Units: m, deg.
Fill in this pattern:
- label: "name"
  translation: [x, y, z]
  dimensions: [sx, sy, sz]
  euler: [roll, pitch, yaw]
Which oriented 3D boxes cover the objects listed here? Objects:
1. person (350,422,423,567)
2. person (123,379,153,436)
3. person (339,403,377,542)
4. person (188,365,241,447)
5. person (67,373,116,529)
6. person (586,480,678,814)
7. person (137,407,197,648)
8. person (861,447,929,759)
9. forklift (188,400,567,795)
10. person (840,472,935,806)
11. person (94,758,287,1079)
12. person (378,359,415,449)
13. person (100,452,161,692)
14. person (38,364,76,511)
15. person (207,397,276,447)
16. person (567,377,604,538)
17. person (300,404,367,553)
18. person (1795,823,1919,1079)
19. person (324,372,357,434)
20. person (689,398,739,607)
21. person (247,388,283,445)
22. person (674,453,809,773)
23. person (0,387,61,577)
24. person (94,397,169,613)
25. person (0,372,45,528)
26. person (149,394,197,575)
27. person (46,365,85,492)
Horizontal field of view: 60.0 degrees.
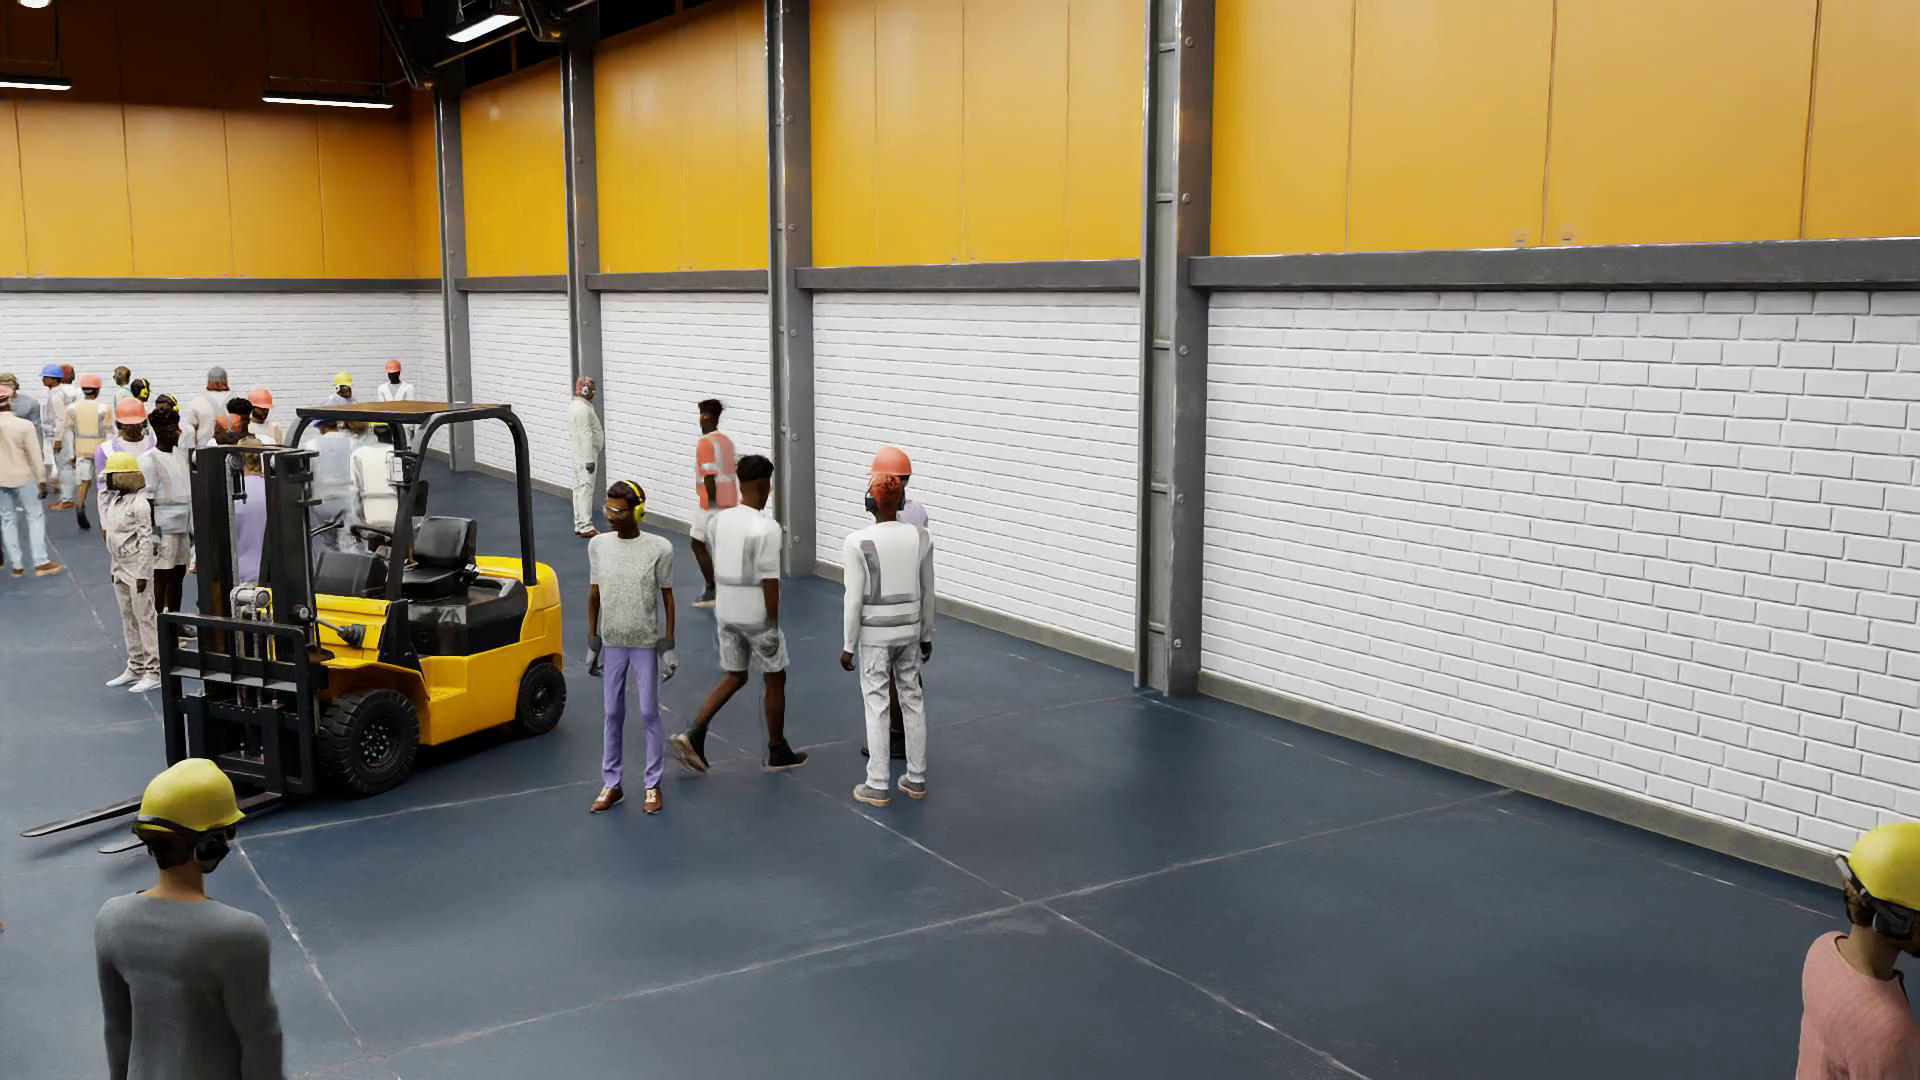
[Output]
- label: "person"
  translation: [-4.921, -0.184, 14.295]
  dimensions: [0.605, 1.912, 0.481]
  euler: [1, 8, 6]
- label: "person"
  translation: [-9.875, -1.015, 20.084]
  dimensions: [0.524, 1.857, 0.345]
  euler: [4, 9, 24]
- label: "person"
  translation: [-6.299, -0.569, 17.444]
  dimensions: [0.487, 1.741, 0.312]
  euler: [-2, 9, -13]
- label: "person"
  translation: [-9.050, -1.152, 20.367]
  dimensions: [0.690, 2.000, 0.765]
  euler: [-5, 10, -29]
- label: "person"
  translation: [-10.597, -1.077, 20.296]
  dimensions: [0.571, 1.907, 0.797]
  euler: [-1, 9, -8]
- label: "person"
  translation: [-1.823, 0.592, 9.213]
  dimensions: [0.520, 1.864, 0.333]
  euler: [1, 9, 7]
- label: "person"
  translation: [-6.455, -0.109, 13.587]
  dimensions: [0.361, 1.964, 0.616]
  euler: [1, 8, 4]
- label: "person"
  translation: [-0.418, 0.389, 10.329]
  dimensions: [0.360, 1.938, 0.545]
  euler: [4, 9, 24]
- label: "forklift"
  translation: [-3.529, 0.258, 10.348]
  dimensions: [1.214, 2.155, 2.313]
  euler: [4, 9, 25]
- label: "person"
  translation: [-0.404, 0.555, 9.387]
  dimensions: [0.582, 1.882, 0.338]
  euler: [-5, 10, -31]
- label: "person"
  translation: [-1.857, 1.406, 4.091]
  dimensions: [0.524, 1.760, 0.335]
  euler: [3, 9, 21]
- label: "person"
  translation: [-8.228, -1.678, 24.315]
  dimensions: [0.539, 1.929, 0.387]
  euler: [0, 8, -1]
- label: "person"
  translation: [-6.026, 0.228, 12.069]
  dimensions: [0.486, 1.744, 0.294]
  euler: [7, 11, 38]
- label: "person"
  translation: [-11.971, -1.362, 22.086]
  dimensions: [0.377, 1.950, 0.612]
  euler: [-5, 10, -29]
- label: "person"
  translation: [-6.393, -0.304, 14.924]
  dimensions: [0.648, 1.963, 0.374]
  euler: [-4, 10, -27]
- label: "person"
  translation: [-4.408, -0.977, 19.653]
  dimensions: [0.409, 1.904, 0.640]
  euler: [-4, 9, -23]
- label: "person"
  translation: [-5.702, -0.298, 15.191]
  dimensions: [0.635, 1.880, 0.985]
  euler: [-3, 9, -21]
- label: "person"
  translation: [1.992, 1.467, 3.679]
  dimensions: [0.344, 1.756, 0.532]
  euler: [2, 9, 13]
- label: "person"
  translation: [-8.250, -1.340, 22.335]
  dimensions: [0.404, 1.830, 0.599]
  euler: [2, 9, 16]
- label: "person"
  translation: [-2.198, -0.331, 15.232]
  dimensions: [0.541, 1.919, 0.615]
  euler: [3, 9, 22]
- label: "person"
  translation: [-7.126, -0.590, 16.974]
  dimensions: [0.390, 1.925, 0.550]
  euler: [7, 11, 38]
- label: "person"
  translation: [-1.328, 0.457, 9.904]
  dimensions: [0.645, 1.933, 0.747]
  euler: [7, 11, 40]
- label: "person"
  translation: [-9.649, -0.596, 16.924]
  dimensions: [0.663, 1.958, 0.421]
  euler: [-1, 8, -7]
- label: "person"
  translation: [-6.872, -0.190, 13.943]
  dimensions: [0.618, 2.028, 0.409]
  euler: [-6, 10, -34]
- label: "person"
  translation: [-11.530, -1.080, 20.285]
  dimensions: [0.635, 1.927, 0.372]
  euler: [-5, 10, -31]
- label: "person"
  translation: [-8.042, -0.565, 17.036]
  dimensions: [0.510, 1.861, 0.324]
  euler: [1, 8, 4]
- label: "person"
  translation: [-12.944, -1.613, 24.097]
  dimensions: [0.585, 1.859, 0.817]
  euler: [-1, 8, -4]
